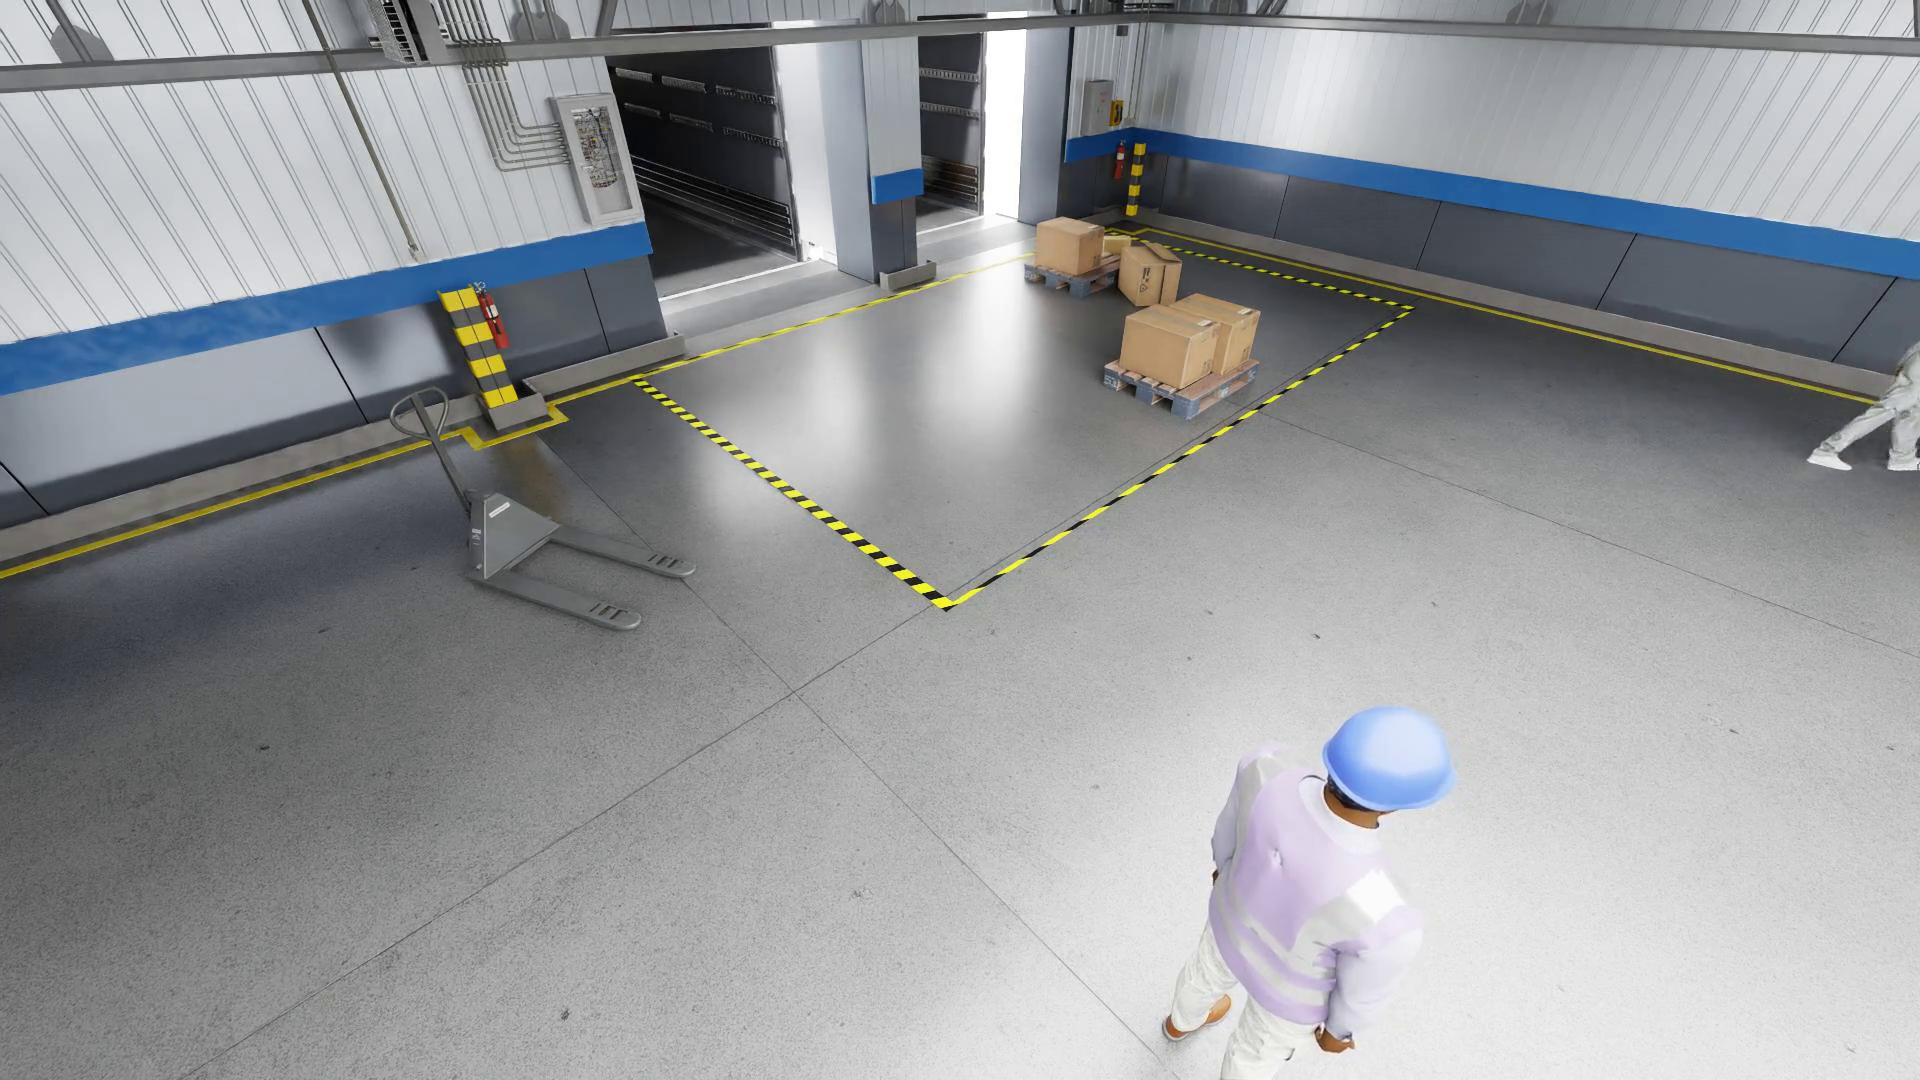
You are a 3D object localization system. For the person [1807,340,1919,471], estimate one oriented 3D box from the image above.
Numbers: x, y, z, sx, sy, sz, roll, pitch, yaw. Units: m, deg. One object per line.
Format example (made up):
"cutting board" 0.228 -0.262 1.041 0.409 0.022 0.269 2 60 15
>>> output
"person" 7.400 -1.223 5.460 0.762 1.713 0.495 22 43 26

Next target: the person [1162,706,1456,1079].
"person" 0.949 1.175 2.172 0.394 1.949 0.603 -11 39 -14

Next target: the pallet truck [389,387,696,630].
"pallet truck" -2.613 -0.247 4.593 1.601 1.201 0.680 14 40 17
